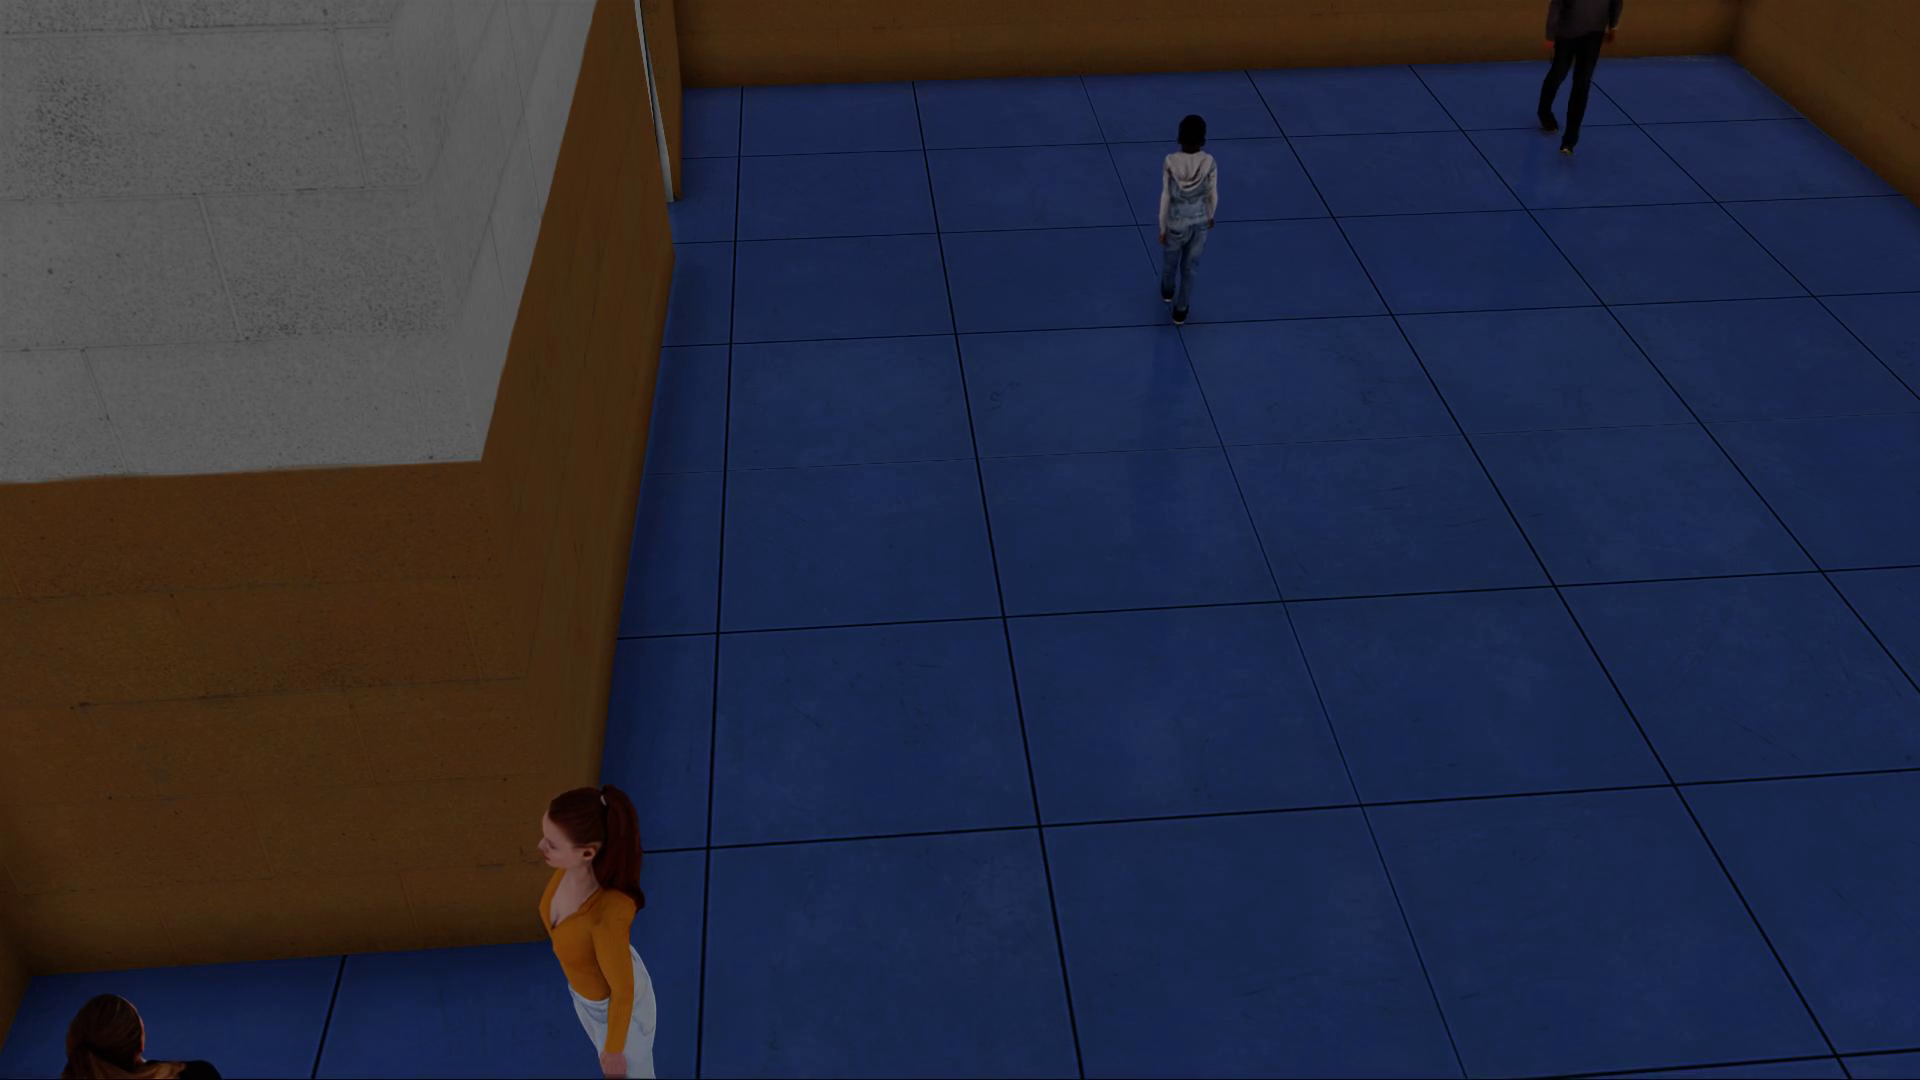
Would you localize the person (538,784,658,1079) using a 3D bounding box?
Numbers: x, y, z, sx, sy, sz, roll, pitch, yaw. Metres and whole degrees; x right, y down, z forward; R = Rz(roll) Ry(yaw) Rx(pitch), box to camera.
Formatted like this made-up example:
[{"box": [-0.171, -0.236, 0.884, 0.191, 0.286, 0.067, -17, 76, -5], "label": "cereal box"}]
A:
[{"box": [-1.044, 1.374, 4.987, 0.682, 1.751, 0.663, -17, 40, -21], "label": "person"}]

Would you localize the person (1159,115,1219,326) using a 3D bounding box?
[{"box": [1.316, -1.833, 9.686, 0.685, 1.240, 0.635, 6, 37, 8], "label": "person"}]

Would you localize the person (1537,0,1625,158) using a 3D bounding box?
[{"box": [4.328, -3.588, 11.634, 1.125, 1.709, 0.879, 18, 40, 22], "label": "person"}]

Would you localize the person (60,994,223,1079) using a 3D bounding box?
[{"box": [-2.033, 1.790, 4.438, 0.533, 1.728, 0.663, -9, 38, -11], "label": "person"}]
